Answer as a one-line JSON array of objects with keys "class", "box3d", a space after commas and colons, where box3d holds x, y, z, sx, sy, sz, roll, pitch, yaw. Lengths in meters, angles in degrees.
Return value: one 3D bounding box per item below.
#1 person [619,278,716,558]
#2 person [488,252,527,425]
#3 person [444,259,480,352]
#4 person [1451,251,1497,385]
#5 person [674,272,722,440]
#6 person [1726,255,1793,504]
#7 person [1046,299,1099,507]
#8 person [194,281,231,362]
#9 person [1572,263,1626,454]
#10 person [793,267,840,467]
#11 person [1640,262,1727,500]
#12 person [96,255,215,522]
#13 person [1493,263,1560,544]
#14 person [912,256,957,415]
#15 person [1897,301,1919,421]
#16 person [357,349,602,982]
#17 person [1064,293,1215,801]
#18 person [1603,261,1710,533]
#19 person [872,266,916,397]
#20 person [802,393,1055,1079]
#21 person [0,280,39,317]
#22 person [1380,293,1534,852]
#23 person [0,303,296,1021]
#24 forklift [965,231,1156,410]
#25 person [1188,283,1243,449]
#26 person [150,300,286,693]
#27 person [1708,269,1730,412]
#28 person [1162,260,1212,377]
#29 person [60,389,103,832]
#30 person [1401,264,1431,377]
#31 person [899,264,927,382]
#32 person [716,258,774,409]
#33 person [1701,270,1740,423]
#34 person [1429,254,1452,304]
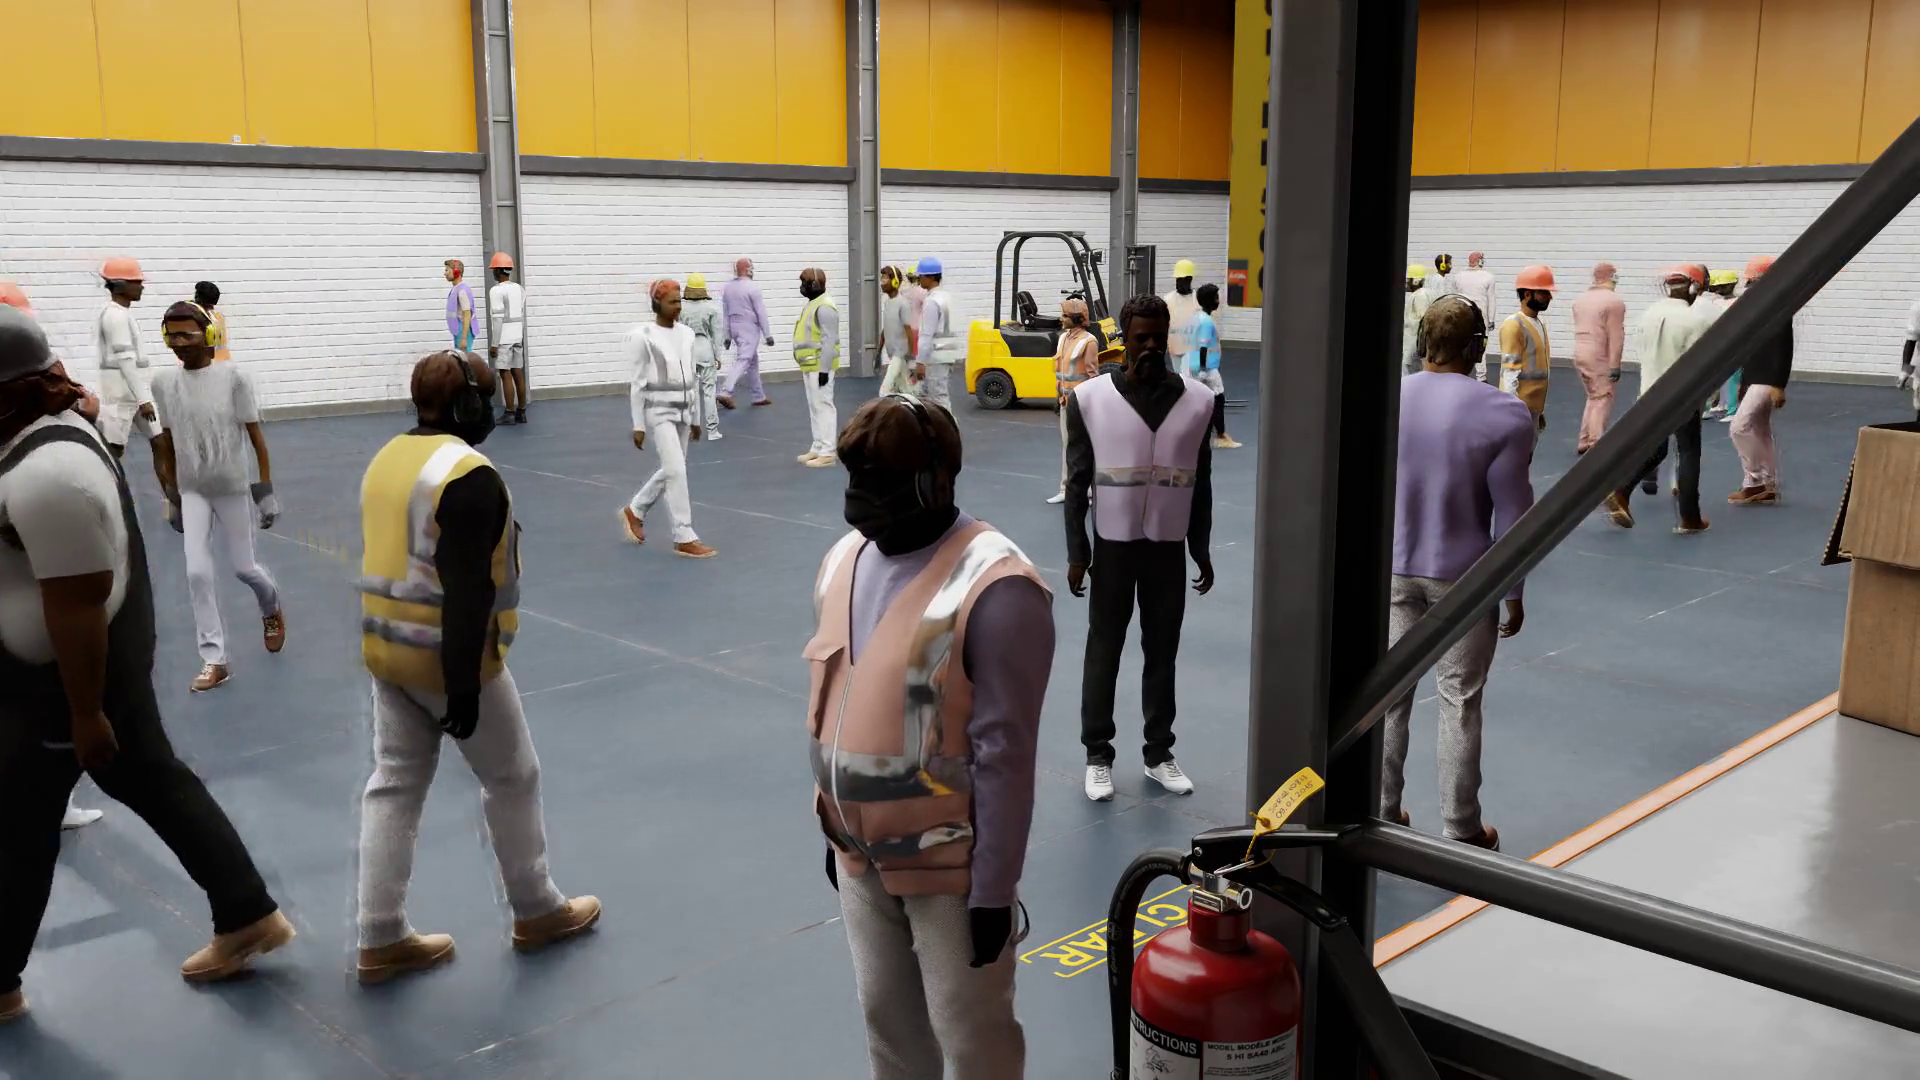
[{"class": "person", "box3d": [-2.008, -0.826, 11.170, 0.860, 1.858, 0.584, 7, 12, 32]}, {"class": "person", "box3d": [-5.118, -2.257, 18.730, 0.358, 1.937, 0.548, 3, 11, 18]}, {"class": "person", "box3d": [-5.975, -2.443, 19.996, 0.392, 1.846, 0.564, -5, 11, -24]}, {"class": "person", "box3d": [7.326, -3.150, 23.707, 0.637, 1.902, 0.406, 7, 12, 33]}, {"class": "person", "box3d": [-2.732, -1.913, 17.383, 0.493, 1.745, 0.286, 0, 10, 1]}, {"class": "person", "box3d": [6.257, -1.245, 13.105, 0.576, 1.970, 0.663, 2, 11, 11]}, {"class": "person", "box3d": [0.913, -1.065, 13.056, 0.314, 1.636, 0.515, -5, 12, -28]}, {"class": "person", "box3d": [-7.165, -1.628, 15.962, 0.318, 1.697, 0.535, -3, 11, -15]}, {"class": "person", "box3d": [6.142, -1.715, 15.976, 0.439, 1.874, 0.651, -3, 11, -15]}, {"class": "person", "box3d": [-1.330, -1.596, 15.398, 0.429, 1.839, 0.633, -3, 11, -18]}, {"class": "person", "box3d": [5.750, -1.249, 13.276, 0.649, 1.922, 0.627, 8, 13, 36]}, {"class": "person", "box3d": [-6.132, -1.072, 12.130, 1.036, 2.002, 0.611, -3, 11, -18]}, {"class": "person", "box3d": [3.892, -0.920, 11.436, 0.352, 1.940, 0.545, 8, 13, 37]}, {"class": "person", "box3d": [-0.324, -1.731, 15.878, 0.614, 1.927, 0.646, 2, 11, 9]}, {"class": "person", "box3d": [8.640, -1.496, 14.645, 0.625, 1.931, 0.984, 7, 12, 33]}, {"class": "person", "box3d": [-1.449, 0.351, 4.877, 0.639, 1.801, 0.834, 10, 14, 43]}, {"class": "person", "box3d": [0.681, 0.025, 6.341, 0.594, 1.919, 0.388, -2, 11, -13]}, {"class": "person", "box3d": [5.033, -1.015, 11.924, 0.727, 1.952, 0.636, -5, 12, -27]}, {"class": "person", "box3d": [-0.705, -1.875, 16.981, 0.994, 1.814, 0.554, -4, 11, -21]}, {"class": "person", "box3d": [-0.089, 0.621, 3.342, 0.432, 1.836, 0.618, -9, 14, -41]}, {"class": "person", "box3d": [-5.095, -0.425, 8.854, 0.912, 1.909, 0.553, 0, 10, -2]}, {"class": "person", "box3d": [1.625, 0.135, 5.685, 0.635, 1.937, 0.354, 7, 13, 34]}, {"class": "person", "box3d": [-2.377, 0.300, 4.509, 1.010, 2.000, 0.690, -4, 11, -19]}, {"class": "forklift", "box3d": [1.222, -2.721, 20.561, 2.313, 2.155, 1.214, 2, 11, 13]}, {"class": "person", "box3d": [2.392, -1.729, 16.605, 0.824, 1.662, 0.533, 0, 10, 0]}, {"class": "person", "box3d": [-3.559, -0.247, 8.059, 0.573, 1.835, 0.828, 0, 10, -1]}, {"class": "person", "box3d": [9.224, -2.413, 20.181, 0.694, 1.727, 0.305, -9, 14, -40]}, {"class": "person", "box3d": [2.412, -2.049, 17.765, 0.606, 1.884, 0.986, 8, 13, 36]}, {"class": "person", "box3d": [-3.214, 0.250, 5.909, 0.535, 1.621, 0.376, 5, 12, 26]}, {"class": "person", "box3d": [5.605, -2.457, 20.232, 0.904, 1.797, 0.609, 3, 11, 16]}, {"class": "person", "box3d": [-0.646, -2.866, 22.606, 0.526, 1.742, 0.745, 8, 13, 36]}, {"class": "person", "box3d": [-2.692, -2.553, 20.593, 0.984, 1.873, 0.633, -9, 14, -41]}, {"class": "person", "box3d": [8.647, -2.185, 18.892, 0.673, 1.740, 0.524, -5, 11, -24]}, {"class": "person", "box3d": [6.799, -3.119, 23.622, 0.310, 1.868, 0.533, 0, 10, -2]}]
